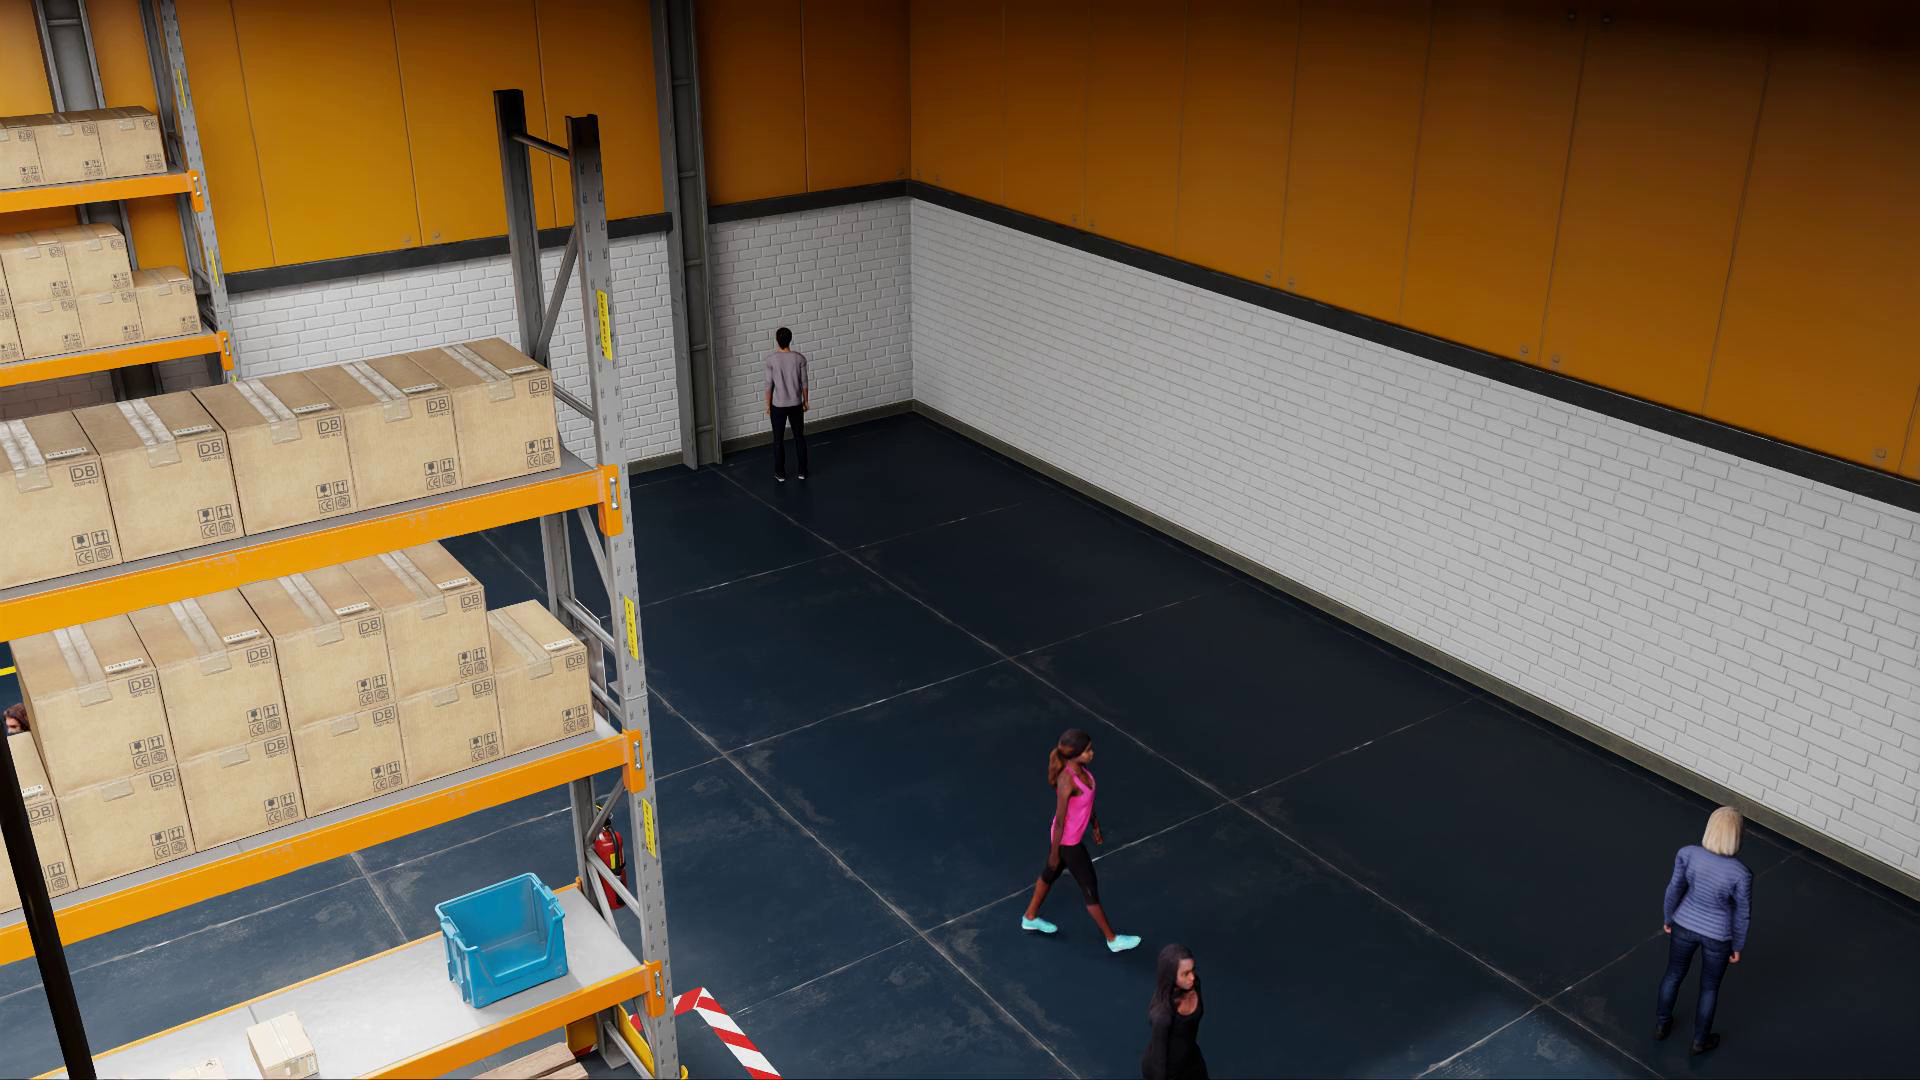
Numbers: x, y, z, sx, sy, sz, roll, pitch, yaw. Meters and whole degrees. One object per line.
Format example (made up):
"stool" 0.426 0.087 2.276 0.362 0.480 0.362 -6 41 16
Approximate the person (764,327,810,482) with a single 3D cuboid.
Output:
"person" -2.030 -1.597 19.467 0.604 1.843 0.788 -6 24 -13

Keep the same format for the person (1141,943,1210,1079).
"person" 1.104 2.937 9.267 0.796 1.705 0.748 17 29 34

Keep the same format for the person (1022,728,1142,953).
"person" 0.650 2.039 11.359 1.069 1.673 1.092 8 25 17

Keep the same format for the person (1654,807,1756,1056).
"person" 4.646 2.425 10.390 0.699 1.743 0.613 20 30 38
